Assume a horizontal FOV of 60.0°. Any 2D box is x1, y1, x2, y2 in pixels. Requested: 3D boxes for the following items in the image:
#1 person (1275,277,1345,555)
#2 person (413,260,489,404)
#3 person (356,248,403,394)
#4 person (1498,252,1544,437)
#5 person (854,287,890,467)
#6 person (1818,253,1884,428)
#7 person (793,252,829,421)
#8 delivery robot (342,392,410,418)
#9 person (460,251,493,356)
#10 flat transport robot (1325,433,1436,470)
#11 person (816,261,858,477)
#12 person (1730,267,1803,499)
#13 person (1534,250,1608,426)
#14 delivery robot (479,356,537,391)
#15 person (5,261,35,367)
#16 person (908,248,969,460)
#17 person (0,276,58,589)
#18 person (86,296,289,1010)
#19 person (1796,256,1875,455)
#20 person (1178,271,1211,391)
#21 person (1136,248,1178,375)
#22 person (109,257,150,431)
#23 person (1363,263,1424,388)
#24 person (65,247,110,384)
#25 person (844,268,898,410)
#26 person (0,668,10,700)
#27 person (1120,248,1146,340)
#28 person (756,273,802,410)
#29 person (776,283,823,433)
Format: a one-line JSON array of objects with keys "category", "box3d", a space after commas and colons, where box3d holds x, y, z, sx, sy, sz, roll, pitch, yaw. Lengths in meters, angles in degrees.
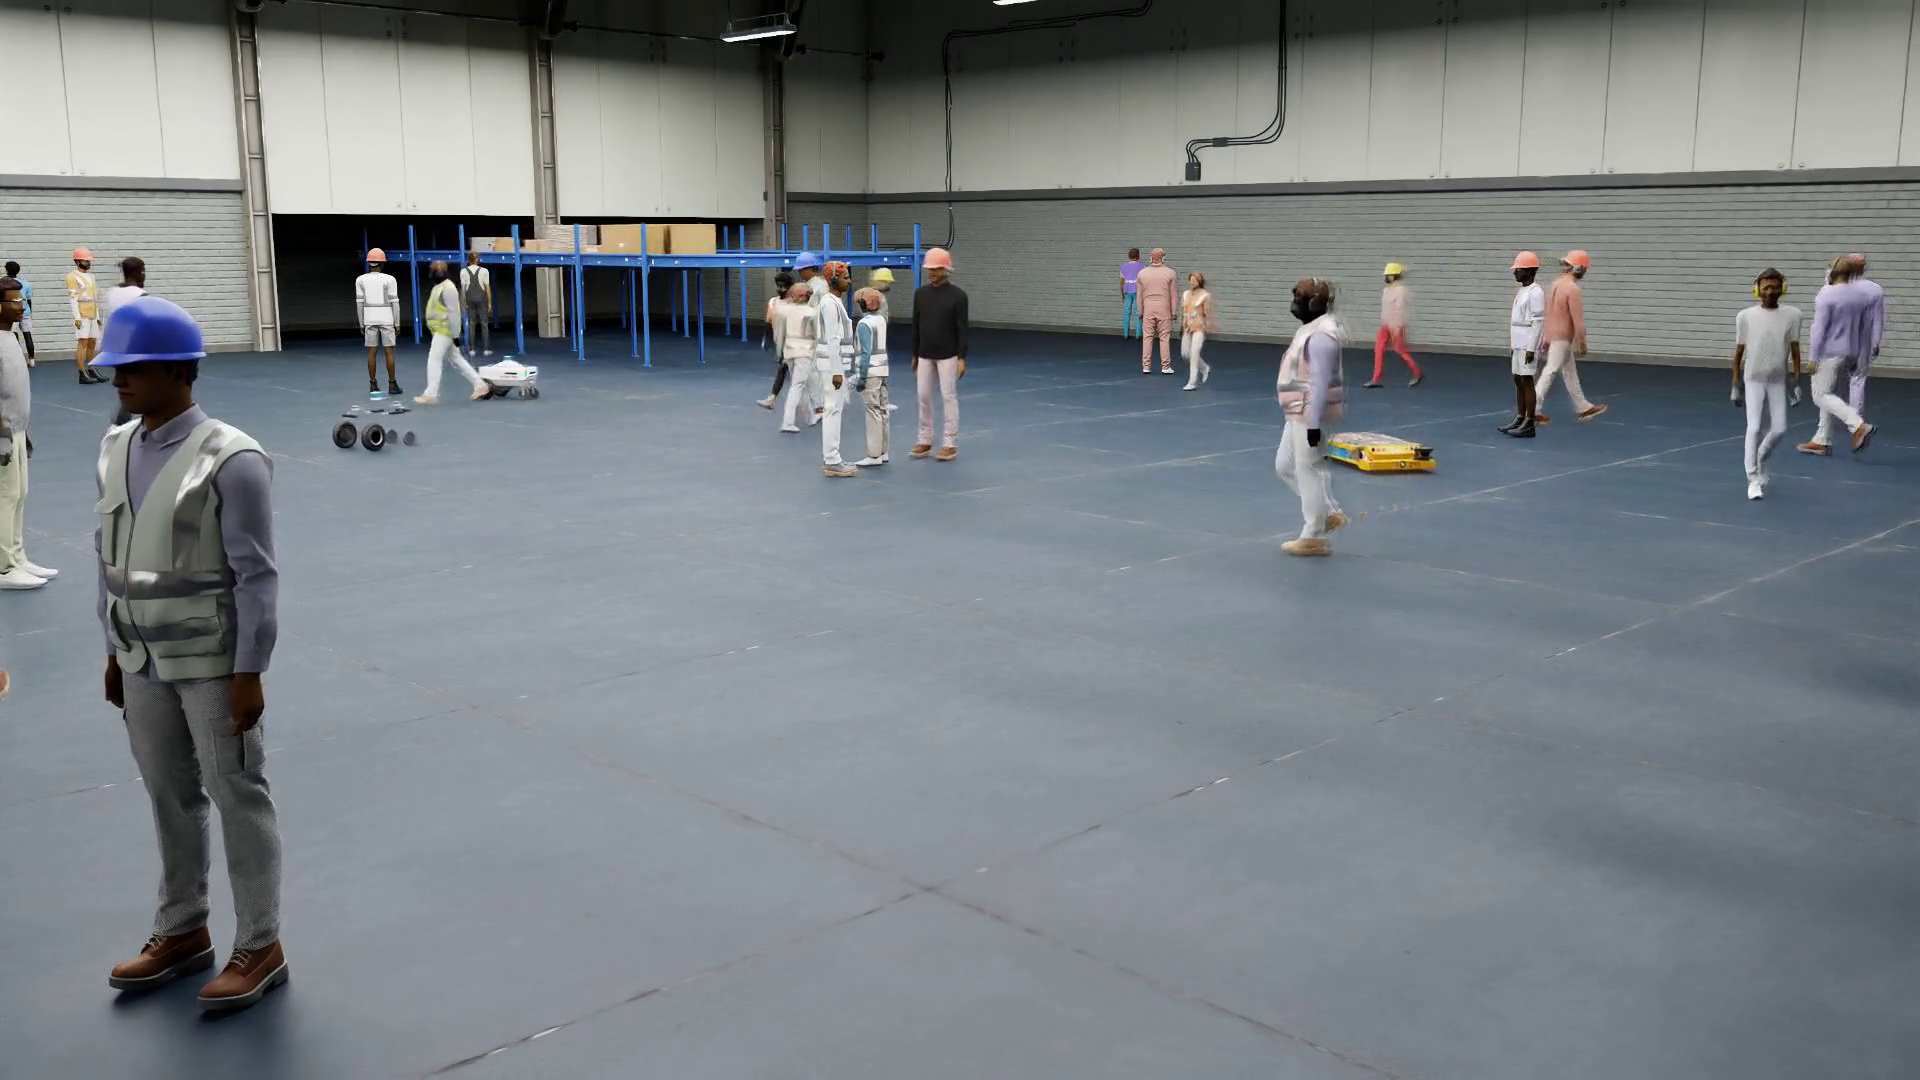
[{"category": "person", "box3d": [2.315, -0.818, 11.050, 0.430, 1.831, 0.644, 1, 10, 7]}, {"category": "person", "box3d": [-6.488, -2.651, 21.145, 0.914, 1.808, 0.621, -4, 11, -21]}, {"category": "person", "box3d": [-7.759, -2.922, 22.240, 0.551, 1.936, 0.356, -1, 10, -4]}, {"category": "person", "box3d": [5.949, -2.069, 17.588, 0.359, 1.936, 0.552, 0, 10, 0]}, {"category": "person", "box3d": [-0.811, -1.496, 15.287, 0.315, 1.637, 0.514, 3, 11, 17]}, {"category": "person", "box3d": [9.678, -2.153, 18.119, 0.648, 1.913, 0.409, 6, 12, 31]}, {"category": "person", "box3d": [-1.700, -2.314, 18.956, 0.606, 1.921, 0.646, -6, 12, -28]}, {"category": "delivery robot", "box3d": [-5.880, -1.376, 16.735, 0.335, 0.223, 0.698, 6, 12, 30]}, {"category": "person", "box3d": [-8.521, -4.168, 29.306, 0.506, 1.839, 0.343, -2, 11, -10]}, {"category": "flat transport robot", "box3d": [3.817, -0.847, 15.593, 0.652, 0.197, 1.431, -2, 11, -12]}, {"category": "person", "box3d": [-1.096, -1.522, 14.759, 0.353, 1.883, 0.578, -1, 10, -5]}, {"category": "person", "box3d": [6.555, -1.285, 13.532, 0.542, 1.854, 0.628, 3, 11, 14]}, {"category": "person", "box3d": [6.823, -2.243, 18.535, 1.029, 1.933, 0.628, 0, 10, -1]}, {"category": "delivery robot", "box3d": [-5.906, -2.164, 21.743, 0.707, 0.478, 0.477, 2, 11, 12]}, {"category": "person", "box3d": [-15.098, -3.604, 26.622, 0.316, 1.696, 0.540, 5, 12, 27]}, {"category": "person", "box3d": [-0.212, -1.764, 15.777, 0.629, 1.991, 0.399, 7, 12, 32]}, {"category": "person", "box3d": [-5.741, -0.655, 10.067, 0.309, 1.868, 0.535, -3, 11, -16]}, {"category": "person", "box3d": [-2.132, 0.312, 4.582, 0.605, 1.948, 0.389, 4, 11, 23]}, {"category": "person", "box3d": [8.438, -1.746, 15.879, 0.641, 1.919, 0.725, -6, 12, -29]}, {"category": "person", "box3d": [3.270, -2.885, 22.885, 0.577, 1.620, 0.526, -8, 13, -36]}, {"category": "person", "box3d": [3.024, -3.494, 25.443, 0.643, 1.911, 0.411, 4, 11, 19]}, {"category": "person", "box3d": [-8.613, -2.011, 17.406, 0.605, 1.894, 0.807, 7, 13, 34]}, {"category": "person", "box3d": [6.088, -2.995, 23.193, 0.811, 1.740, 0.527, -3, 11, -15]}, {"category": "person", "box3d": [-12.547, -3.228, 23.909, 0.354, 1.939, 0.545, 1, 10, 5]}, {"category": "person", "box3d": [-1.108, -2.447, 20.227, 0.637, 1.722, 0.505, -3, 11, -14]}, {"category": "person", "box3d": [-4.379, -0.106, 6.869, 0.642, 1.937, 1.008, -1, 10, -5]}, {"category": "person", "box3d": [3.530, -5.012, 33.888, 0.567, 1.846, 0.389, 4, 11, 23]}, {"category": "person", "box3d": [-2.176, -2.387, 20.088, 0.872, 1.641, 0.555, -10, 14, -43]}, {"category": "person", "box3d": [-1.683, -1.972, 17.989, 0.539, 1.586, 0.855, 7, 12, 33]}]
